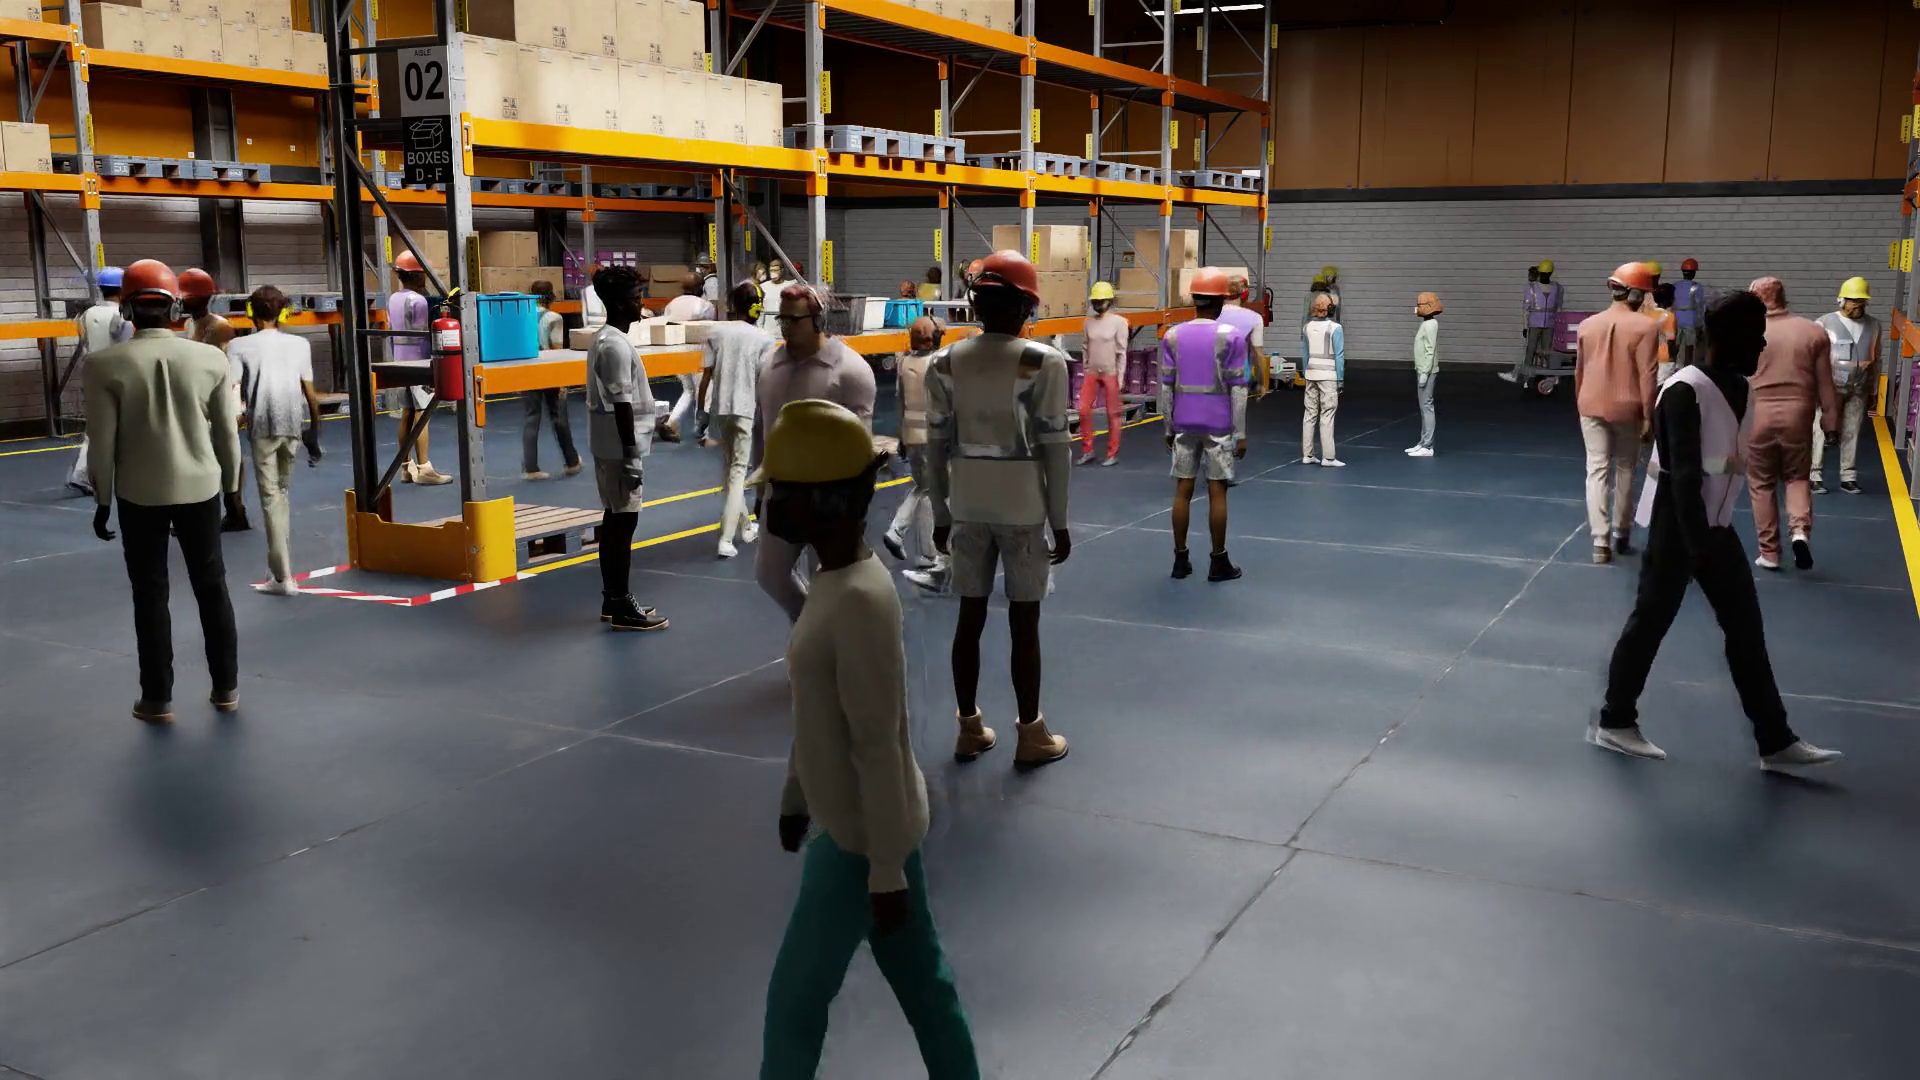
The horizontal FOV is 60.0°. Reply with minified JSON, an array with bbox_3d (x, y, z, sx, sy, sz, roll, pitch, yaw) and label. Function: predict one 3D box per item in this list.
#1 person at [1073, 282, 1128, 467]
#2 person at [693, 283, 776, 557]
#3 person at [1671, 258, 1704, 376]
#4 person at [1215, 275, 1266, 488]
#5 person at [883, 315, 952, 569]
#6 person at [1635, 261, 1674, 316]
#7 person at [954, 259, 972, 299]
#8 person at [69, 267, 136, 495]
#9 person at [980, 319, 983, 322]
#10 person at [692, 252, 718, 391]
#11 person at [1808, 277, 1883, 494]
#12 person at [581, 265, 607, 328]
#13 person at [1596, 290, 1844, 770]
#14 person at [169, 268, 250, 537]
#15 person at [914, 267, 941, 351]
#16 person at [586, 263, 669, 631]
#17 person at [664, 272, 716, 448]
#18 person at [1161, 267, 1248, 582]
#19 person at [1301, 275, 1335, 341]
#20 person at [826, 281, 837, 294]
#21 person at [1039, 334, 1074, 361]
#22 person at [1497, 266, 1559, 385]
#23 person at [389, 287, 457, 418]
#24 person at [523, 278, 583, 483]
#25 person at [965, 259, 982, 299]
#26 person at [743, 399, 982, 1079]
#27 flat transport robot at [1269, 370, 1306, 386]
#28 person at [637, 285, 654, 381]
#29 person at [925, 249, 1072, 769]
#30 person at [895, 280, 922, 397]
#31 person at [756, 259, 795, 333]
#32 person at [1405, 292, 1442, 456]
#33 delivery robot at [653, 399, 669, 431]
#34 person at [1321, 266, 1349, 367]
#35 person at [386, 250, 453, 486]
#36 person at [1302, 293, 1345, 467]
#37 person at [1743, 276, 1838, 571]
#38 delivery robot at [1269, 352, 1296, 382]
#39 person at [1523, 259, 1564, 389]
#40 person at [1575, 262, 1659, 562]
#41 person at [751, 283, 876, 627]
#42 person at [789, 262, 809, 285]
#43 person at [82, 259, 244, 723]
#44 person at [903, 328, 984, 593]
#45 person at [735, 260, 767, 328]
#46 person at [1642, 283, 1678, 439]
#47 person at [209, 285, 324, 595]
[{"bbox_3d":[1.328,-1.546,15.673,0.534,1.751,0.570,7,12,33],"label":"person"},{"bbox_3d":[-1.497,-0.817,11.257,0.549,1.816,0.958,3,10,16],"label":"person"},{"bbox_3d":[10.974,-3.279,25.157,0.357,1.938,0.545,-8,13,-39],"label":"person"},{"bbox_3d":[2.370,-1.368,14.396,0.608,1.824,0.588,7,12,33],"label":"person"},{"bbox_3d":[-0.223,-0.618,10.635,0.391,1.630,0.513,-8,12,-38],"label":"person"},{"bbox_3d":[8.745,-2.574,21.121,0.381,1.922,0.584,-5,11,-26],"label":"person"},{"bbox_3d":[0.033,-2.626,21.372,0.353,1.937,0.635,4,11,21],"label":"person"},{"bbox_3d":[-7.138,-1.323,13.949,0.611,1.924,0.888,4,10,20],"label":"person"},{"bbox_3d":[0.243,-0.985,12.570,0.541,1.695,0.315,3,10,19],"label":"person"},{"bbox_3d":[-3.765,-3.212,24.472,0.537,2.000,0.682,-3,10,-18],"label":"person"},{"bbox_3d":[7.427,-1.286,13.960,0.595,1.826,0.403,0,10,1],"label":"person"},{"bbox_3d":[-4.977,-2.927,23.365,0.608,1.848,0.881,4,11,22],"label":"person"},{"bbox_3d":[2.946,-0.011,6.429,0.615,1.874,0.966,-7,12,-36],"label":"person"},{"bbox_3d":[-5.448,-0.961,11.820,0.753,1.906,0.632,-9,13,-42],"label":"person"},{"bbox_3d":[-0.409,-3.294,25.670,0.632,1.794,0.934,6,11,31],"label":"person"},{"bbox_3d":[-1.814,-0.494,8.951,0.367,1.966,0.607,-4,10,-20],"label":"person"},{"bbox_3d":[-2.754,-1.843,17.166,0.630,1.828,0.516,6,12,32],"label":"person"},{"bbox_3d":[1.523,-0.708,10.310,0.562,1.934,0.394,6,11,30],"label":"person"},{"bbox_3d":[5.408,-3.159,25.184,0.532,1.677,0.934,0,10,2],"label":"person"},{"bbox_3d":[-2.291,-3.723,28.007,0.627,1.844,0.429,6,11,29],"label":"person"},{"bbox_3d":[1.498,-3.334,25.934,0.849,1.791,0.630,-1,10,-4],"label":"person"},{"bbox_3d":[8.812,-3.290,25.564,0.950,1.808,0.572,6,12,32],"label":"person"},{"bbox_3d":[-6.582,-2.476,20.435,0.852,1.971,0.620,-2,10,-14],"label":"person"},{"bbox_3d":[-3.706,-1.436,14.915,0.539,1.794,0.882,3,10,18],"label":"person"},{"bbox_3d":[0.230,-2.522,20.776,0.359,1.938,0.545,1,10,7],"label":"person"},{"bbox_3d":[-0.302,0.584,3.393,0.848,1.726,0.550,-1,10,-6],"label":"person"},{"bbox_3d":[4.568,-2.475,25.324,1.431,0.197,0.652,0,10,1],"label":"flat transport robot"},{"bbox_3d":[-3.678,-2.051,18.647,0.534,1.731,0.773,-1,10,-8],"label":"person"},{"bbox_3d":[0.167,-0.117,6.571,0.608,2.036,0.403,5,11,28],"label":"person"},{"bbox_3d":[-0.734,-2.821,23.368,0.515,1.641,0.308,-2,10,-11],"label":"person"},{"bbox_3d":[-2.392,-2.729,21.968,0.629,1.940,0.376,2,10,10],"label":"person"},{"bbox_3d":[4.639,-1.651,16.612,0.286,1.633,0.499,2,10,10],"label":"person"},{"bbox_3d":[-3.450,-1.368,17.819,0.477,0.478,0.707,6,11,32],"label":"delivery robot"},{"bbox_3d":[6.021,-3.537,27.001,0.495,1.817,0.597,2,10,14],"label":"person"},{"bbox_3d":[-4.737,-1.493,14.504,0.607,2.048,0.365,9,13,43],"label":"person"},{"bbox_3d":[3.441,-1.509,15.766,0.309,1.641,0.514,-6,12,-33],"label":"person"},{"bbox_3d":[5.157,-0.719,10.525,0.721,1.873,0.498,2,10,14],"label":"person"},{"bbox_3d":[4.656,-2.530,24.546,0.477,0.478,0.707,-4,10,-22],"label":"delivery robot"},{"bbox_3d":[8.694,-3.213,24.814,0.589,1.924,0.383,0,10,2],"label":"person"},{"bbox_3d":[4.365,-0.858,11.070,0.601,1.945,0.799,8,12,37],"label":"person"},{"bbox_3d":[-0.687,-0.214,7.561,0.677,1.888,0.426,5,11,27],"label":"person"},{"bbox_3d":[-2.546,-3.423,26.148,0.573,1.883,0.355,-4,11,-21],"label":"person"},{"bbox_3d":[-3.444,-0.209,7.220,0.623,1.992,0.396,-8,13,-39],"label":"person"},{"bbox_3d":[0.109,-0.446,9.764,0.884,1.572,0.517,0,10,0],"label":"person"},{"bbox_3d":[-2.902,-2.895,22.995,0.511,1.918,0.659,7,12,34],"label":"person"},{"bbox_3d":[7.620,-1.947,18.140,0.319,1.696,0.536,-2,10,-10],"label":"person"},{"bbox_3d":[-4.195,-0.597,9.963,0.737,1.828,0.637,8,13,39],"label":"person"}]
